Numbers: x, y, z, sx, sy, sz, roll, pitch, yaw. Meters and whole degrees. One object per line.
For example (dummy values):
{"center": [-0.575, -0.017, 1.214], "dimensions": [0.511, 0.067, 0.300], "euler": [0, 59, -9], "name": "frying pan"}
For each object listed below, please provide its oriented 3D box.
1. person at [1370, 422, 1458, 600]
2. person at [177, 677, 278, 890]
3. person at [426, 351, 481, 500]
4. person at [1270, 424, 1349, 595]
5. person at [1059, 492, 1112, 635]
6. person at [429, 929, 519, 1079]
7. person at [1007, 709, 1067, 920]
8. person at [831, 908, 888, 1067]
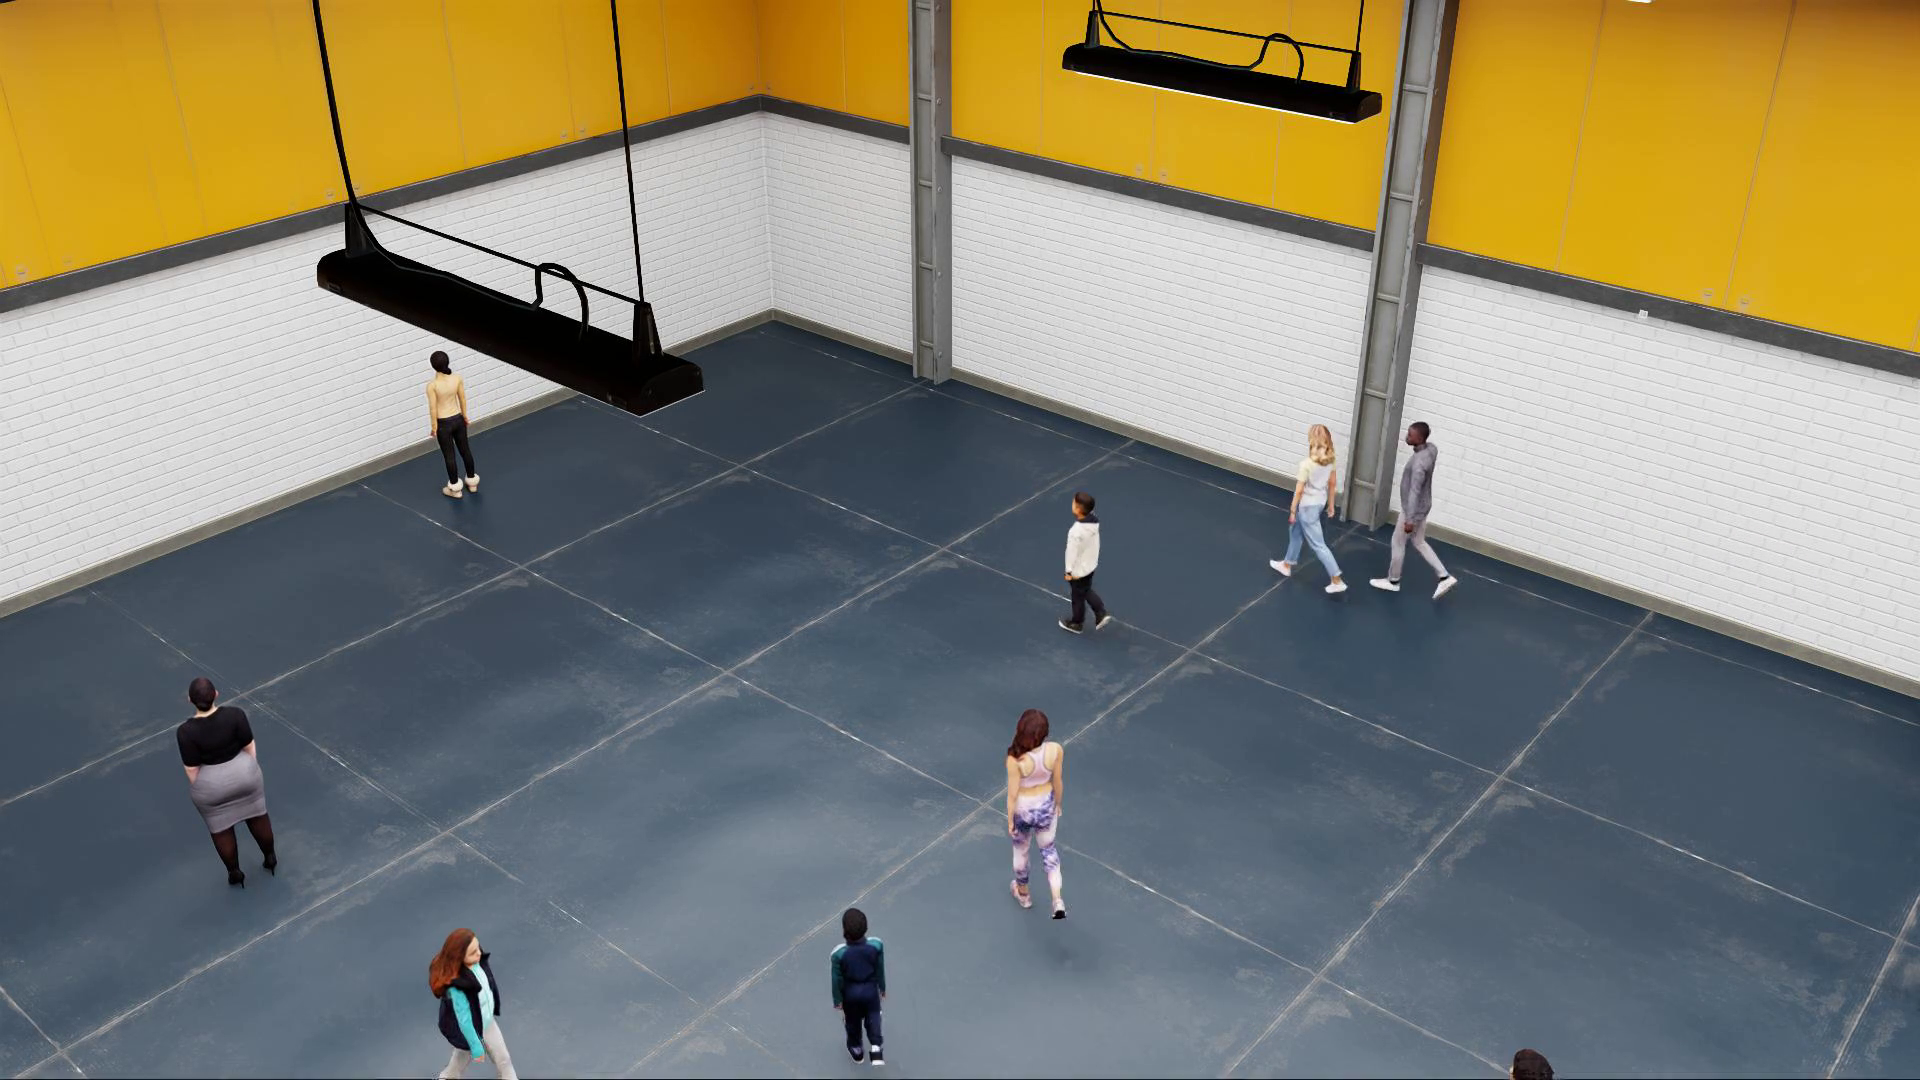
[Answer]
{"center": [4.403, -0.261, 15.738], "dimensions": [1.133, 1.806, 0.897], "euler": [13, 31, 23], "name": "person"}
{"center": [-5.324, 1.759, 12.084], "dimensions": [0.719, 1.759, 0.695], "euler": [-20, 34, -32], "name": "person"}
{"center": [-5.421, -1.248, 17.700], "dimensions": [0.602, 1.660, 0.585], "euler": [-25, 37, -38], "name": "person"}
{"center": [3.427, -0.253, 15.852], "dimensions": [0.777, 1.683, 1.195], "euler": [-22, 35, -34], "name": "person"}
{"center": [1.176, 0.237, 15.200], "dimensions": [0.755, 1.449, 0.642], "euler": [17, 33, 28], "name": "person"}
{"center": [-3.056, 2.974, 10.166], "dimensions": [1.068, 1.463, 0.910], "euler": [4, 29, 6], "name": "person"}
{"center": [0.557, 1.968, 11.706], "dimensions": [0.871, 1.755, 1.021], "euler": [-9, 30, -17], "name": "person"}
{"center": [-0.623, 2.884, 10.557], "dimensions": [0.679, 1.247, 0.760], "euler": [-8, 30, -14], "name": "person"}
